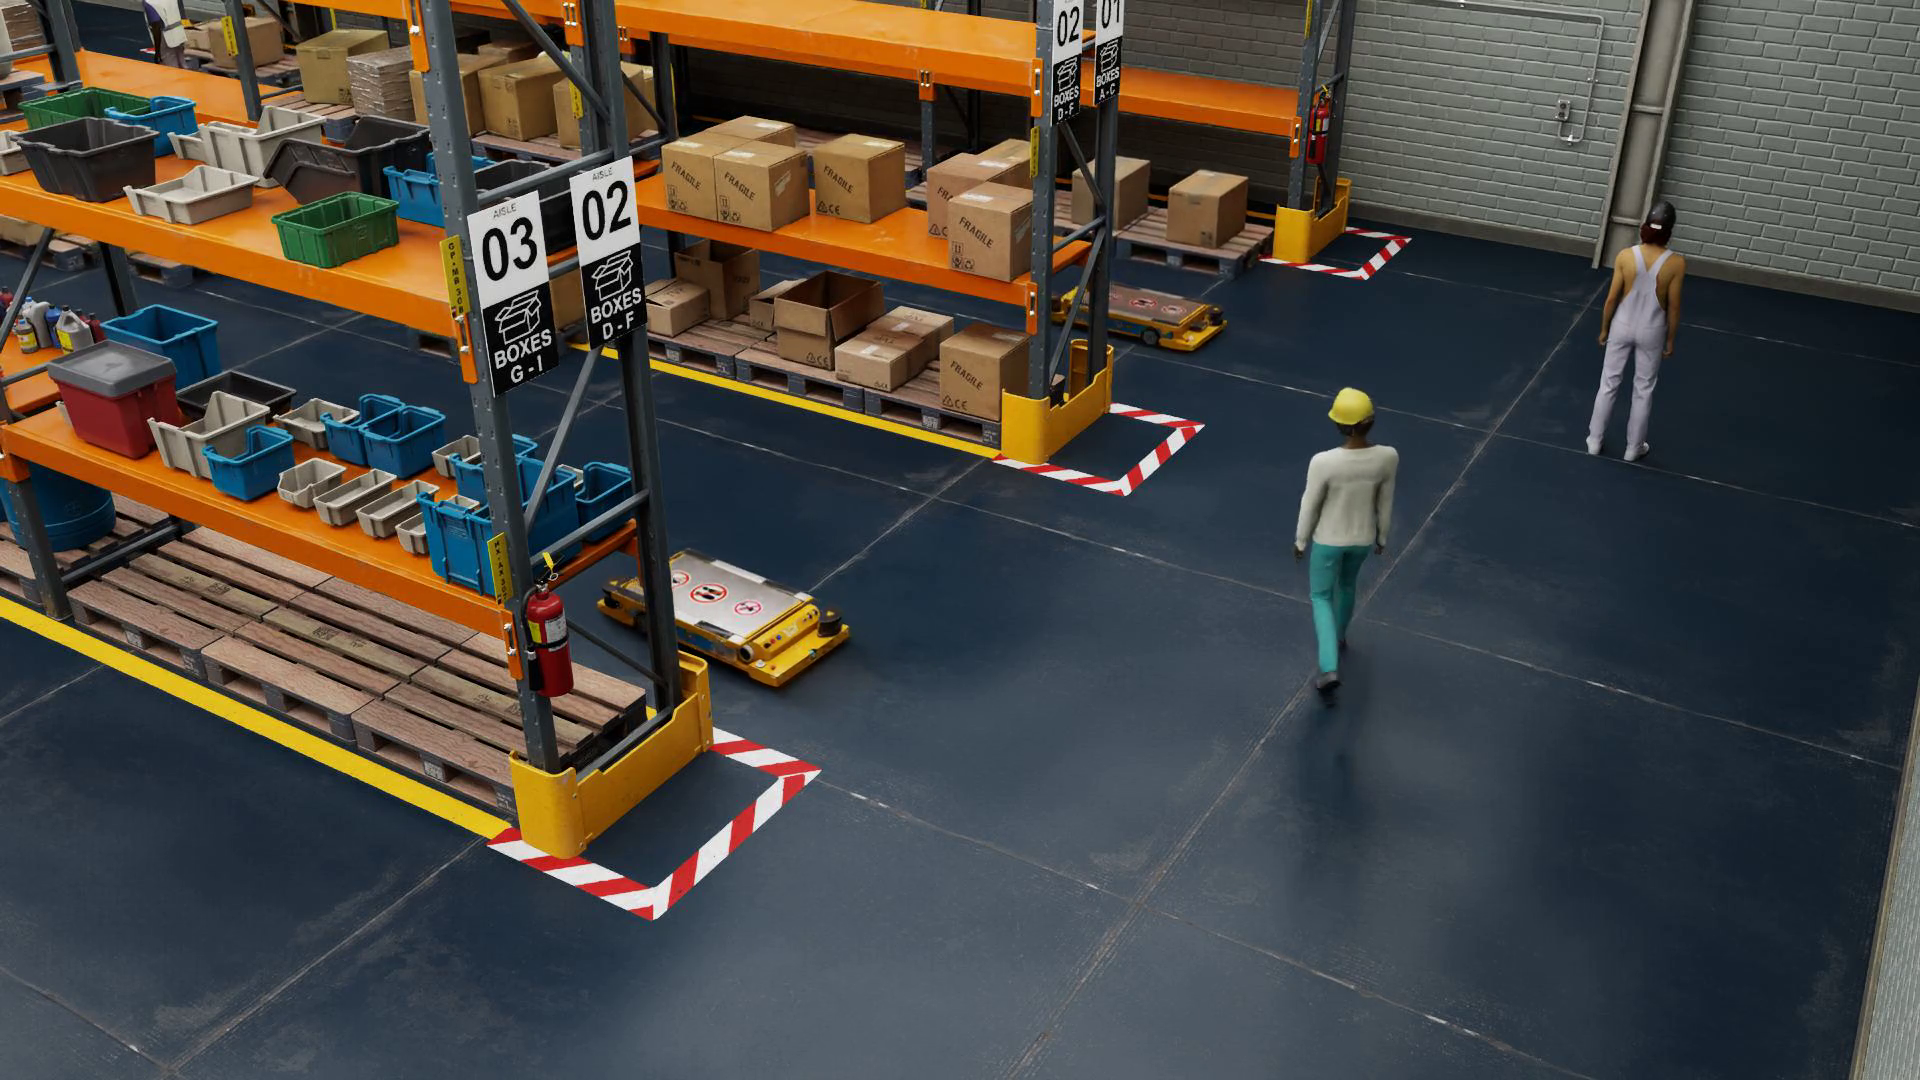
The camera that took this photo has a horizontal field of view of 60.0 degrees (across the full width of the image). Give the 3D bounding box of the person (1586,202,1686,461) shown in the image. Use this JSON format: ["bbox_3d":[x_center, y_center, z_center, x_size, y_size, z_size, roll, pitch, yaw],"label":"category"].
[{"bbox_3d":[4.740,-1.456,11.610,0.509,1.863,0.374,15,32,24],"label":"person"}]

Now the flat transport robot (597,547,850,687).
[{"bbox_3d":[-1.416,0.432,9.859,1.431,0.231,0.659,19,34,30],"label":"flat transport robot"}]

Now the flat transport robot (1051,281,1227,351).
[{"bbox_3d":[1.469,-1.914,14.068,1.431,0.231,0.659,17,34,28],"label":"flat transport robot"}]

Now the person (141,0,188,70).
[{"bbox_3d":[-9.172,-5.730,19.303,0.383,1.836,0.567,3,29,6],"label":"person"}]

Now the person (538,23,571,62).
[{"bbox_3d":[-4.116,-4.484,17.210,0.539,1.695,0.317,13,32,22],"label":"person"}]

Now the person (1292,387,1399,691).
[{"bbox_3d":[2.121,-0.010,9.161,0.534,1.741,0.780,-6,30,-10],"label":"person"}]
